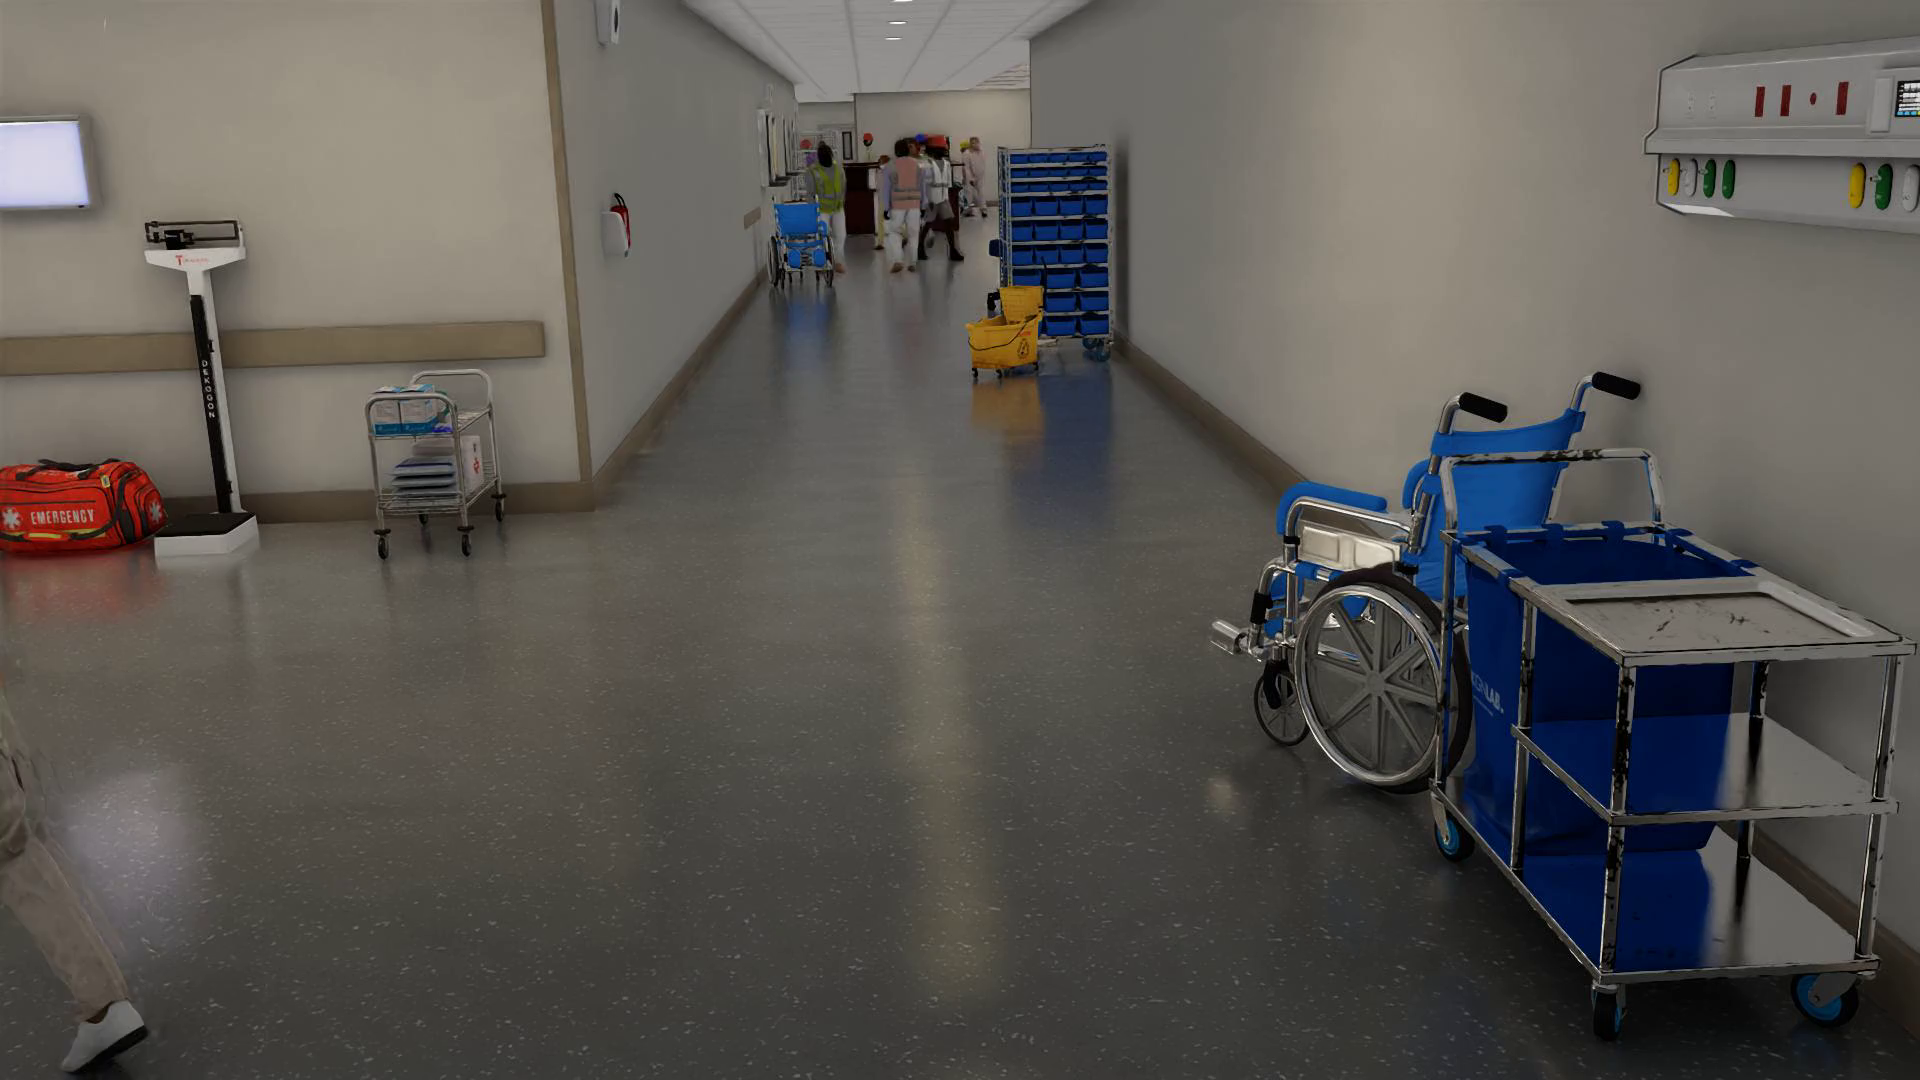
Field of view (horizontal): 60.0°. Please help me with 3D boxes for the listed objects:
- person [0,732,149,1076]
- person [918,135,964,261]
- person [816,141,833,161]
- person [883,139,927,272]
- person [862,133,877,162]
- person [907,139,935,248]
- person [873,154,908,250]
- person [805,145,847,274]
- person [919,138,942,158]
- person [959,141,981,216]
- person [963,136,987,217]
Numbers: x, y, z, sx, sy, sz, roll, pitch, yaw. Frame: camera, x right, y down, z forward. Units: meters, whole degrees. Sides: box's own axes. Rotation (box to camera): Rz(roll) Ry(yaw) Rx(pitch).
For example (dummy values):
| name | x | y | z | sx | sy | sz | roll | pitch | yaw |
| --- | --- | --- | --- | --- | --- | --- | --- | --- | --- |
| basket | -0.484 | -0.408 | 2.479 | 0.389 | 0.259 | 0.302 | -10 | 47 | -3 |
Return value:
| name | x | y | z | sx | sy | sz | roll | pitch | yaw |
| --- | --- | --- | --- | --- | --- | --- | --- | --- | --- |
| person | -2.117 | 0.350 | 3.322 | 0.876 | 1.596 | 0.506 | 3 | 15 | 20 |
| person | -0.370 | -5.206 | 25.358 | 0.546 | 1.896 | 0.993 | -11 | 17 | -35 |
| person | -3.258 | -8.697 | 40.153 | 0.505 | 1.837 | 0.345 | -10 | 16 | -30 |
| person | -0.772 | -4.672 | 23.301 | 0.646 | 1.840 | 0.429 | -6 | 14 | -16 |
| person | -2.259 | -9.181 | 41.676 | 0.376 | 1.995 | 0.612 | -5 | 14 | -14 |
| person | -0.701 | -5.689 | 27.470 | 0.587 | 1.836 | 0.435 | 9 | 17 | 38 |
| person | -1.186 | -5.748 | 28.283 | 0.503 | 1.599 | 0.796 | 8 | 17 | 34 |
| person | -1.849 | -4.594 | 23.212 | 0.659 | 1.797 | 0.546 | -10 | 16 | -31 |
| person | -0.676 | -8.208 | 37.847 | 0.647 | 1.835 | 0.431 | -6 | 14 | -16 |
| person | 0.248 | -8.450 | 38.875 | 0.549 | 1.748 | 0.553 | 1 | 14 | 12 |
| person | 0.347 | -8.402 | 38.504 | 0.667 | 1.845 | 0.842 | -9 | 15 | -27 |
